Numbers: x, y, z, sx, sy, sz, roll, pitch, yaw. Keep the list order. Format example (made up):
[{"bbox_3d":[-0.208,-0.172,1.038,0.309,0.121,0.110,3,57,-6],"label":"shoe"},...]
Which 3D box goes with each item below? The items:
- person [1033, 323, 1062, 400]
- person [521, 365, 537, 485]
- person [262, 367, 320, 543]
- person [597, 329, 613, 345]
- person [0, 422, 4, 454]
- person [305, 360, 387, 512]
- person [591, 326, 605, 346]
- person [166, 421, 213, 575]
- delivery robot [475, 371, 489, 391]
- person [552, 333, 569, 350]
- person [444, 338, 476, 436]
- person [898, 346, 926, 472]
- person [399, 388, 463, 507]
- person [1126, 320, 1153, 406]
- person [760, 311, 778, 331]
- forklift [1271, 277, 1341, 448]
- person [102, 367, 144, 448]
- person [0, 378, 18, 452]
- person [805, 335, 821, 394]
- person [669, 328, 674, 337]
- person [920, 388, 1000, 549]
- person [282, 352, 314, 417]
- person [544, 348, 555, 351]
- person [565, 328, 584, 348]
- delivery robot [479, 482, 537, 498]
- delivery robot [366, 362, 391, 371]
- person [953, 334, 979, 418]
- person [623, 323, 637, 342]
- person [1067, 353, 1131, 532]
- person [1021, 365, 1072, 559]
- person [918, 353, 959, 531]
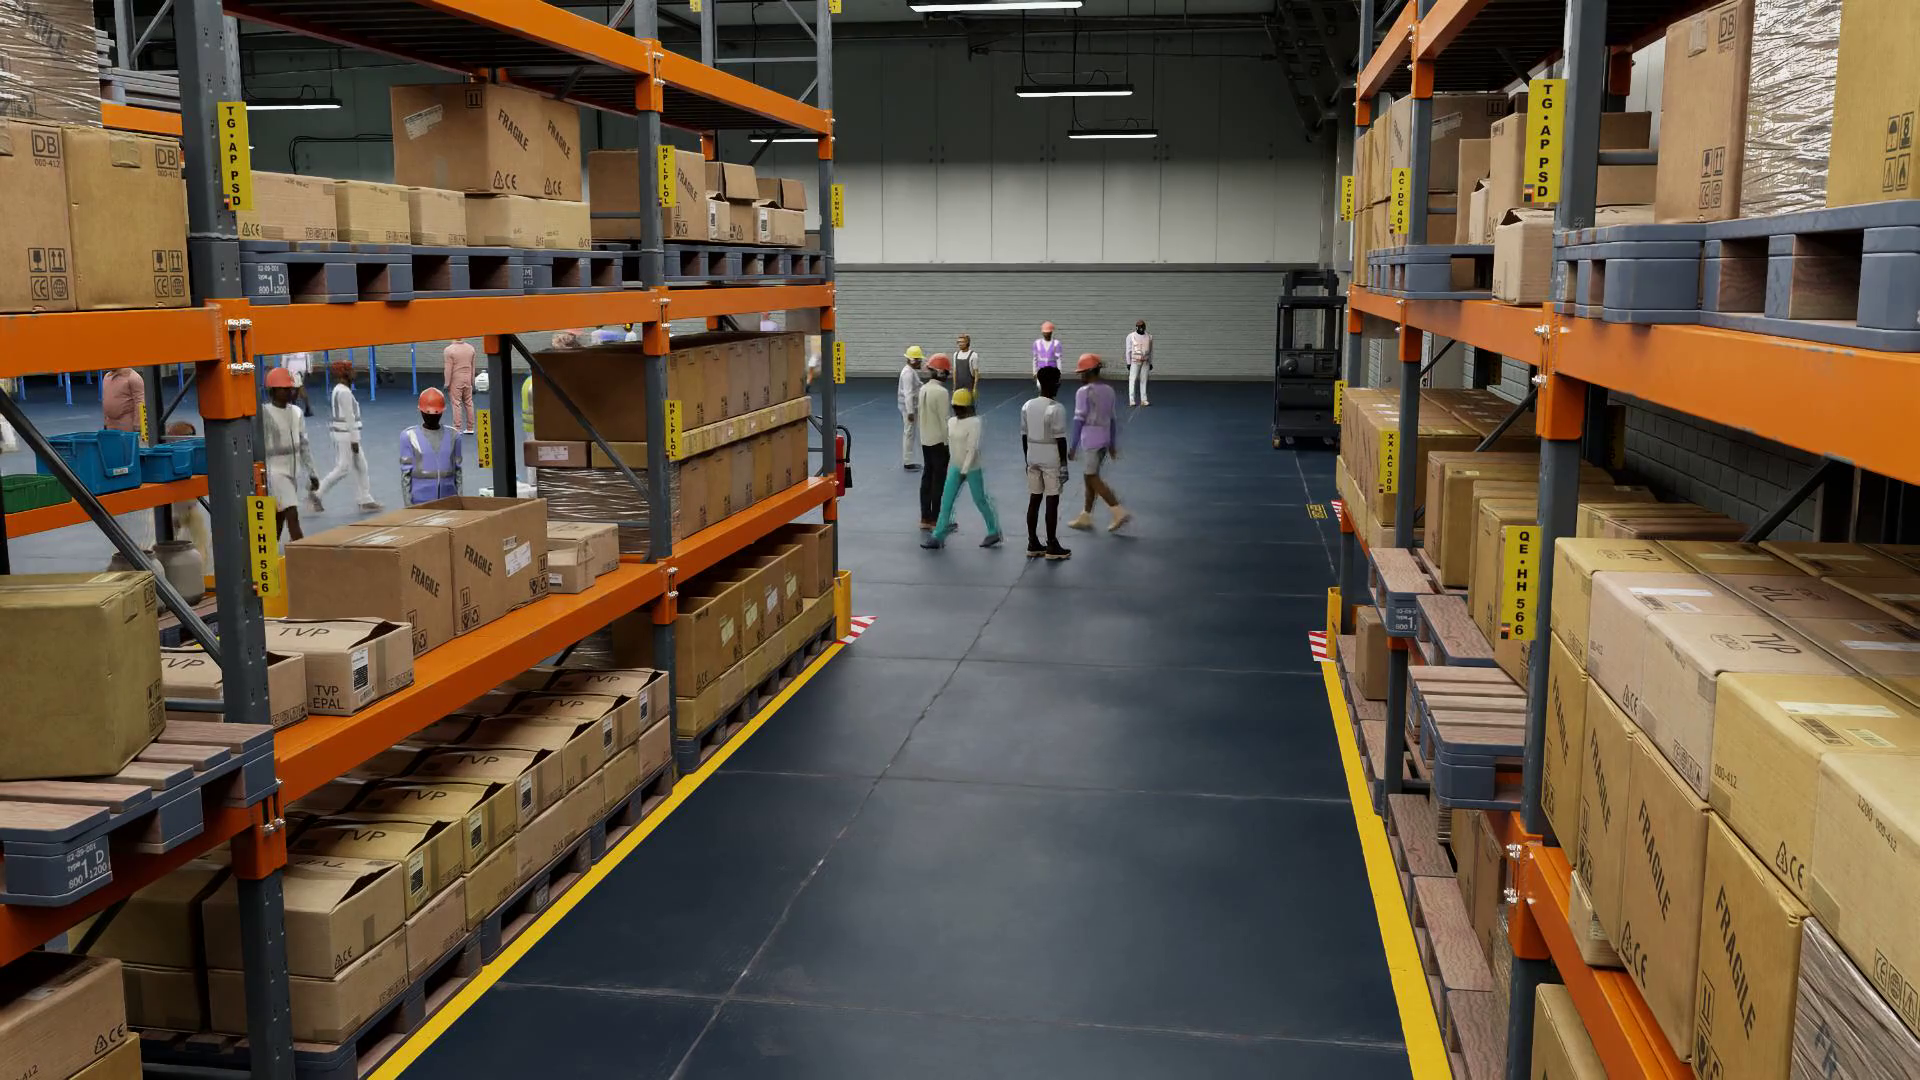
[{"bbox_3d":[1.690,-3.276,32.453,0.574,1.896,0.931,1,9,7],"label":"person"},{"bbox_3d":[-5.269,-1.372,20.901,0.430,1.841,0.624,-5,11,-30],"label":"person"},{"bbox_3d":[-6.316,-0.628,15.804,0.983,2.000,0.635,3,10,17],"label":"person"},{"bbox_3d":[-5.962,-2.646,28.498,0.619,1.929,0.745,9,13,44],"label":"person"},{"bbox_3d":[-11.779,-1.225,19.990,0.535,1.850,0.817,-3,10,-17],"label":"person"},{"bbox_3d":[-7.455,-1.243,20.069,0.868,1.858,0.581,-4,10,-21],"label":"person"},{"bbox_3d":[-8.162,-4.131,37.821,0.526,1.869,0.315,-9,13,-42],"label":"person"},{"bbox_3d":[-6.982,-0.268,14.831,0.808,1.600,0.497,3,10,16],"label":"person"},{"bbox_3d":[-11.357,-3.801,39.674,0.477,0.478,0.707,-1,9,-6],"label":"delivery robot"},{"bbox_3d":[-6.735,-2.630,28.614,0.651,1.863,0.984,9,13,43],"label":"person"},{"bbox_3d":[-8.916,-2.811,29.564,0.408,1.909,0.638,6,11,34],"label":"person"},{"bbox_3d":[-0.698,-1.928,24.419,0.424,1.820,0.610,0,9,3],"label":"person"},{"bbox_3d":[-4.508,-0.343,14.284,0.542,1.928,0.374,-7,11,-36],"label":"person"},{"bbox_3d":[3.915,-3.847,36.161,0.626,1.844,0.429,-3,10,-17],"label":"person"},{"bbox_3d":[-4.935,-4.914,42.530,0.639,1.911,0.406,1,9,4],"label":"person"},{"bbox_3d":[5.847,-3.016,27.970,1.129,2.768,1.873,1,9,9],"label":"forklift"},{"bbox_3d":[-10.972,-1.546,21.764,0.641,1.908,0.407,3,10,20],"label":"person"},{"bbox_3d":[-15.769,-2.321,26.903,0.925,1.797,0.630,-2,9,-13],"label":"person"},{"bbox_3d":[-3.414,-4.407,39.533,0.551,1.872,1.034,6,11,34],"label":"person"},{"bbox_3d":[-7.200,-4.502,40.817,0.514,1.639,0.310,2,9,12],"label":"person"},{"bbox_3d":[0.049,-0.750,17.486,0.913,1.700,0.524,-8,12,-42],"label":"person"},{"bbox_3d":[-13.376,-3.437,33.500,0.986,1.889,0.561,5,10,28],"label":"person"},{"bbox_3d":[-6.704,-2.274,26.961,0.548,1.678,0.547,3,10,16],"label":"person"},{"bbox_3d":[-7.117,-2.994,30.594,0.602,1.954,1.032,4,10,25],"label":"person"},{"bbox_3d":[-5.217,-0.508,19.363,0.707,0.478,0.477,-6,11,-33],"label":"delivery robot"},{"bbox_3d":[-15.192,-4.538,43.417,0.698,0.223,0.335,4,10,24],"label":"delivery robot"},{"bbox_3d":[0.089,-2.618,28.561,0.506,1.846,0.350,7,11,36],"label":"person"},{"bbox_3d":[-7.347,-4.001,37.059,0.328,1.860,0.517,-4,10,-23],"label":"person"},{"bbox_3d":[1.585,-1.083,18.638,0.885,2.011,0.633,7,12,38],"label":"person"},{"bbox_3d":[0.886,-0.802,16.991,0.362,1.965,0.612,-8,12,-41],"label":"person"},{"bbox_3d":[-0.247,-1.116,18.848,0.402,1.990,0.622,-5,10,-28],"label":"person"}]
